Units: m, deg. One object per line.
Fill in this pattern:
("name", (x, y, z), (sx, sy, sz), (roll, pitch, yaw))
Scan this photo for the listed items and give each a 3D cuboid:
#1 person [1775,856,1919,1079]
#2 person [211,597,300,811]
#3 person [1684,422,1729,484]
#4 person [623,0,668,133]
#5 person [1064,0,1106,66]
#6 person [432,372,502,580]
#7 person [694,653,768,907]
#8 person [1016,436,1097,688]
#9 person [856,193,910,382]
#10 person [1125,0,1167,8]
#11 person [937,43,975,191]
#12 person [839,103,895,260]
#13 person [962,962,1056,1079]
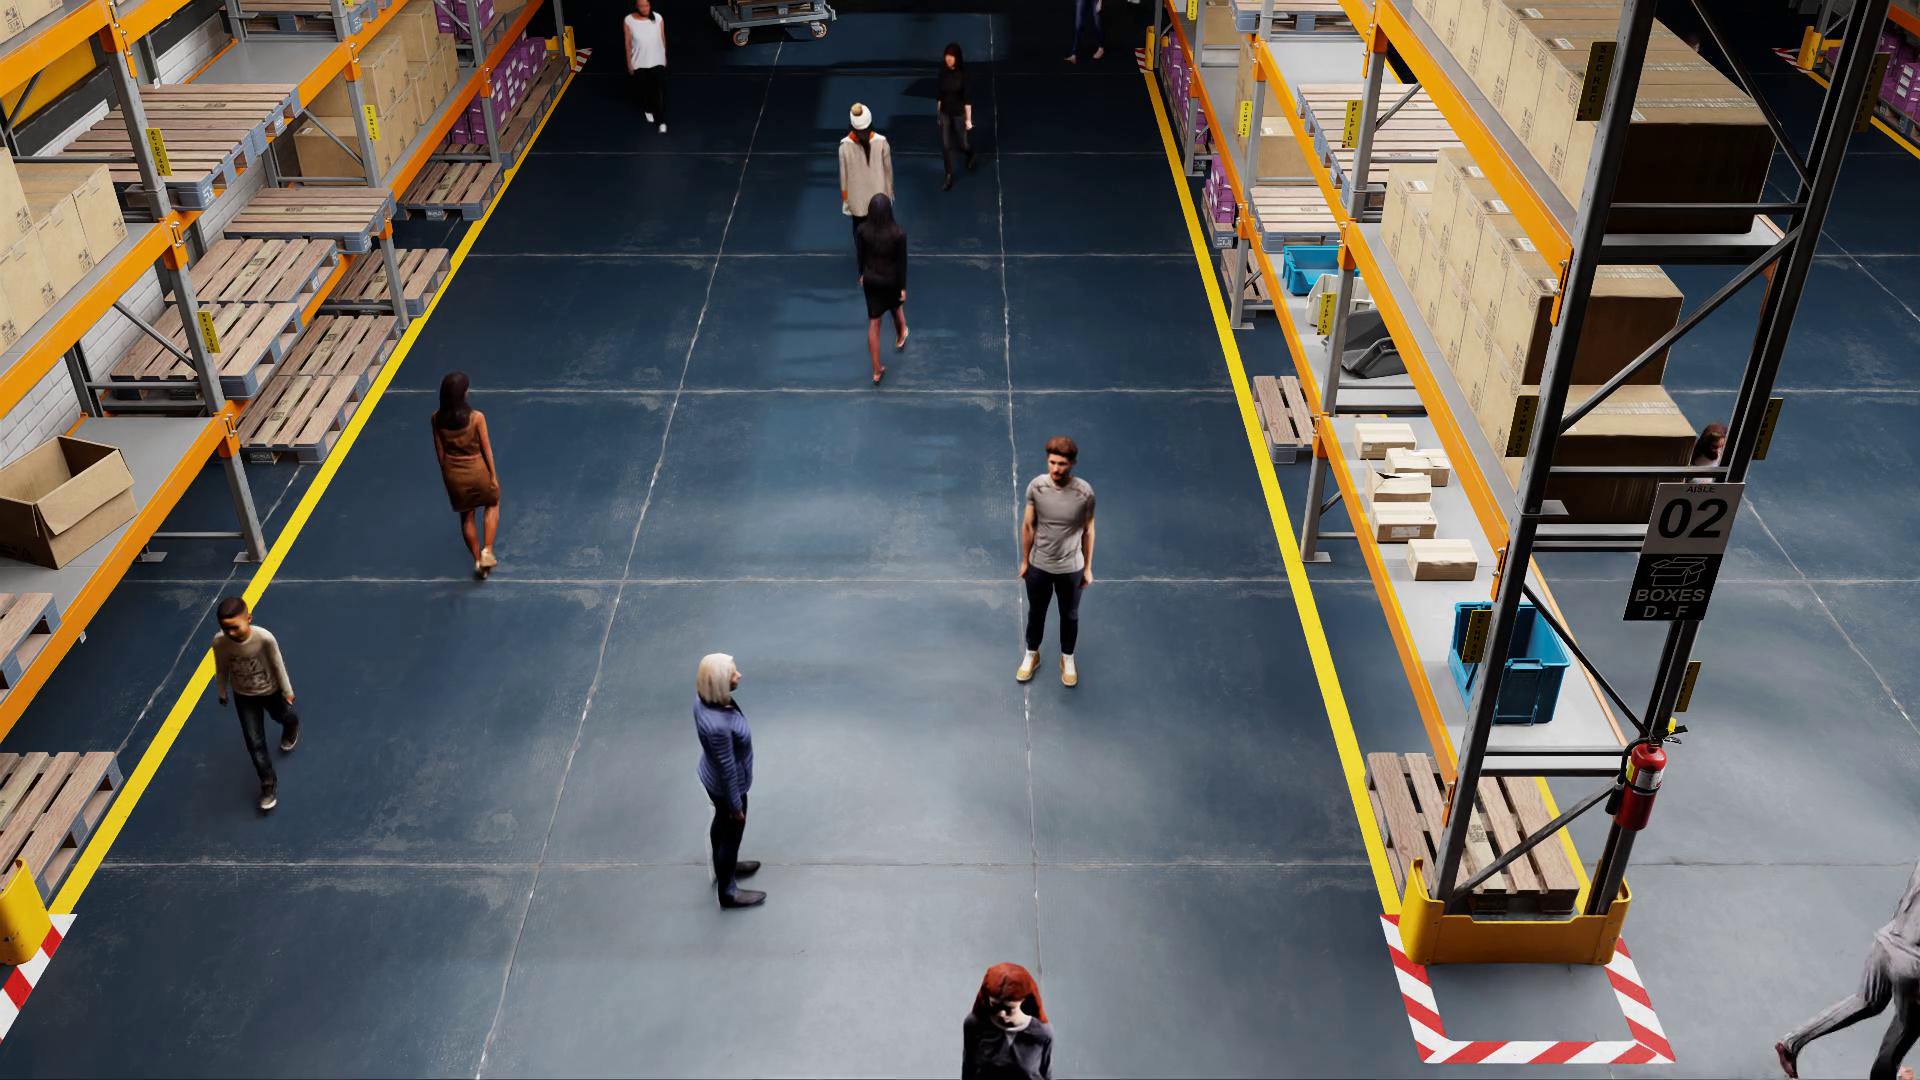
("person", (4.627, 2.121, 8.282), (0.735, 1.742, 0.973), (-4, 34, -6))
("person", (-4.371, 0.893, 10.409), (0.773, 1.433, 1.073), (-7, 34, -11))
("person", (5.105, -0.122, 11.671), (0.663, 1.726, 1.092), (3, 34, 5))
("person", (-3.834, -5.878, 20.402), (0.846, 1.646, 1.164), (-8, 34, -12))
("person", (1.833, -7.315, 22.526), (1.016, 1.687, 1.221), (20, 38, 27))
("person", (-3.607, -0.405, 12.144), (0.585, 1.673, 0.587), (1, 34, 1))
("person", (-1.347, 1.349, 9.443), (0.760, 1.743, 0.596), (-10, 35, -15))
("person", (0.648, 0.129, 11.140), (0.689, 1.896, 0.633), (6, 34, 10))
("person", (-0.709, -2.232, 14.891), (0.709, 1.676, 1.142), (4, 34, 6))
("person", (2.905, -8.732, 24.733), (1.062, 1.605, 1.072), (23, 40, 30))
("person", (-0.040, -4.819, 18.828), (0.791, 1.625, 1.021), (12, 36, 18))
("person", (-0.923, -3.382, 16.458), (0.785, 1.856, 1.192), (5, 34, 8))
("person", (0.224, 2.563, 7.583), (0.599, 1.779, 0.543), (6, 34, 9))
